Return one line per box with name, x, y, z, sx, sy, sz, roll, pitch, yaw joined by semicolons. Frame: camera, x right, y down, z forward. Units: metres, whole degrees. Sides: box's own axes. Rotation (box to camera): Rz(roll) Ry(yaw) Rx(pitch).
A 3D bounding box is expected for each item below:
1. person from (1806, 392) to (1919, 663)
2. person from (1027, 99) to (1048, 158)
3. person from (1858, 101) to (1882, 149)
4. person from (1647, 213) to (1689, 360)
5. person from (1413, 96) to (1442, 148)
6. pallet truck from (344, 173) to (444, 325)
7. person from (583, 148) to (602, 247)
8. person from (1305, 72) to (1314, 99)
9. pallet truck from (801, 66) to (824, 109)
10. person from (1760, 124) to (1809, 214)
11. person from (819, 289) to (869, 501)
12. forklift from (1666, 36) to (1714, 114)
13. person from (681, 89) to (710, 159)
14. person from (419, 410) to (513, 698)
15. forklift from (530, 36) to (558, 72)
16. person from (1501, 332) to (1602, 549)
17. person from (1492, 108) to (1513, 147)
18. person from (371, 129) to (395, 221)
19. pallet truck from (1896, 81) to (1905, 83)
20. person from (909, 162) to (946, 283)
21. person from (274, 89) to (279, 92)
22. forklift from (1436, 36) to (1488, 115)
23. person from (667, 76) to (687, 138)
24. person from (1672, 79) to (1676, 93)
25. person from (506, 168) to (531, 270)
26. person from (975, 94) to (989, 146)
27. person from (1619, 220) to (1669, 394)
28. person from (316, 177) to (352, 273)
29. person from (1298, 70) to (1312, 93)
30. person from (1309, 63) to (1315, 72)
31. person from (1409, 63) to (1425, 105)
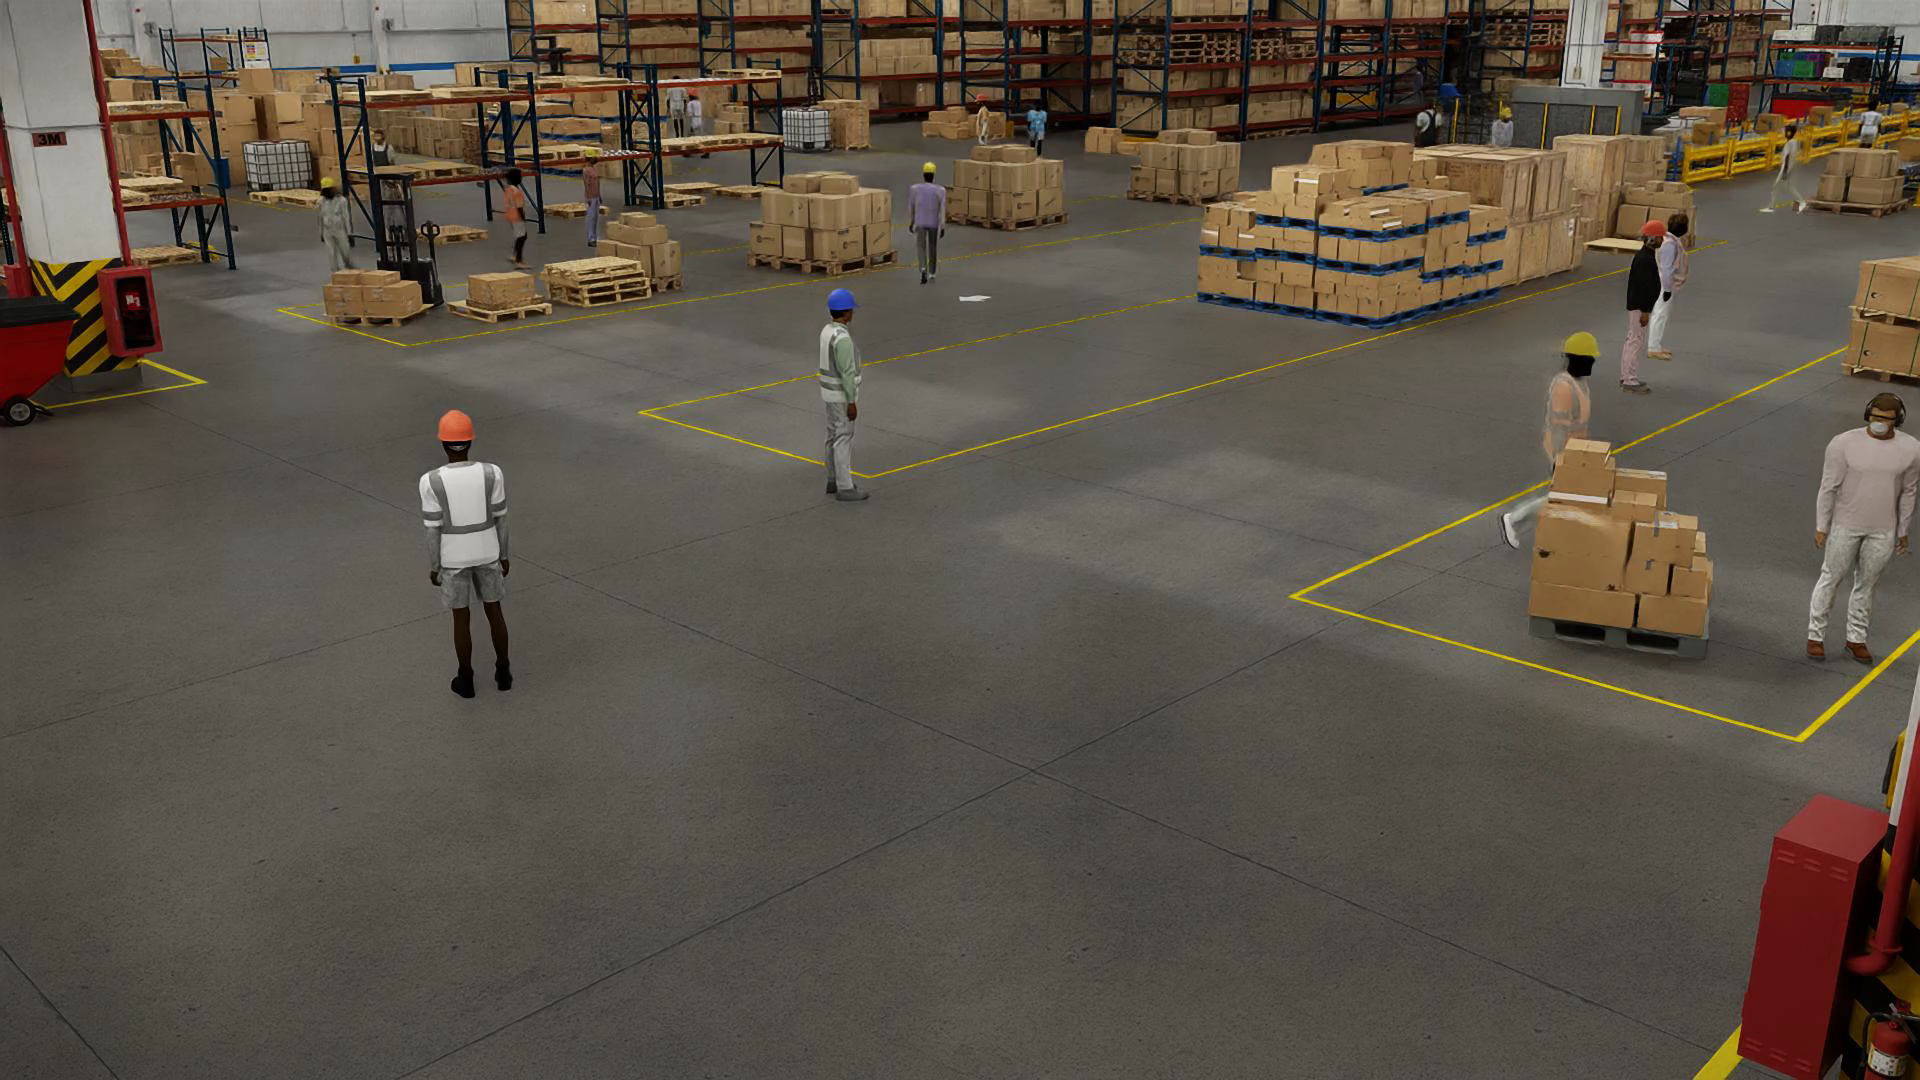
person;6.250;-0.084;11.512;0.630;1.935;0.366;3;19;9
person;2.105;-11.138;45.192;0.552;1.683;0.415;1;18;5
person;24.301;-10.872;44.420;0.439;1.682;0.539;-16;24;-40
person;8.995;-3.222;21.114;0.429;1.841;0.634;7;20;21
person;11.480;-9.895;40.907;0.696;2.000;0.691;-8;20;-23
pallet truck;-8.209;-4.181;23.757;0.823;1.965;1.885;3;19;9
person;-6.692;-6.257;30.371;0.308;1.772;0.525;3;19;10
person;12.752;-16.091;60.159;0.532;1.670;0.817;16;24;40
pallet truck;-4.812;-15.182;56.903;0.823;1.965;1.885;-9;21;-26
person;17.335;-7.732;34.719;0.533;1.845;0.855;-17;25;-41
person;-1.081;-1.328;15.239;0.392;1.946;0.614;-7;20;-21
forklift;27.341;-17.291;61.877;1.129;2.768;1.873;17;25;41
person;-7.349;-11.531;46.095;1.012;1.881;0.565;13;22;34
person;-3.242;0.097;10.963;0.543;1.938;0.357;-10;21;-27
forklift;-15.452;-17.325;61.980;1.873;2.768;1.129;17;25;41
person;4.907;-0.767;13.604;0.673;1.910;0.602;12;22;33
person;12.999;-9.405;39.804;0.616;1.807;0.723;-5;19;-14
person;-11.774;-7.477;33.974;0.517;1.820;0.826;0;18;0
pallet truck;34.802;-16.331;61.455;0.653;1.274;1.630;17;25;41
person;-0.521;-5.091;26.665;0.587;1.897;0.846;-1;18;-4
person;-21.116;-13.175;51.035;0.852;1.890;0.603;16;24;40
forklift;18.855;-17.322;61.971;1.873;2.768;1.129;17;25;41
person;-8.856;-13.512;51.992;0.614;1.924;0.866;-6;19;-16
person;27.552;-17.198;63.598;0.806;1.605;0.502;-9;20;-25
person;-7.376;-5.359;27.795;0.378;1.680;0.547;-10;21;-29
person;0.557;-10.546;43.028;0.356;1.936;0.551;-2;18;-7
person;7.934;-2.711;19.329;0.376;1.997;0.612;5;19;16
person;-9.831;-4.839;26.159;0.498;1.726;0.419;-2;18;-5
person;13.112;-17.212;63.223;0.663;1.870;0.860;13;22;33
person;14.493;-18.964;68.451;0.639;1.902;0.407;-10;21;-28
person;16.762;-16.528;61.100;0.832;1.913;0.635;6;19;18
